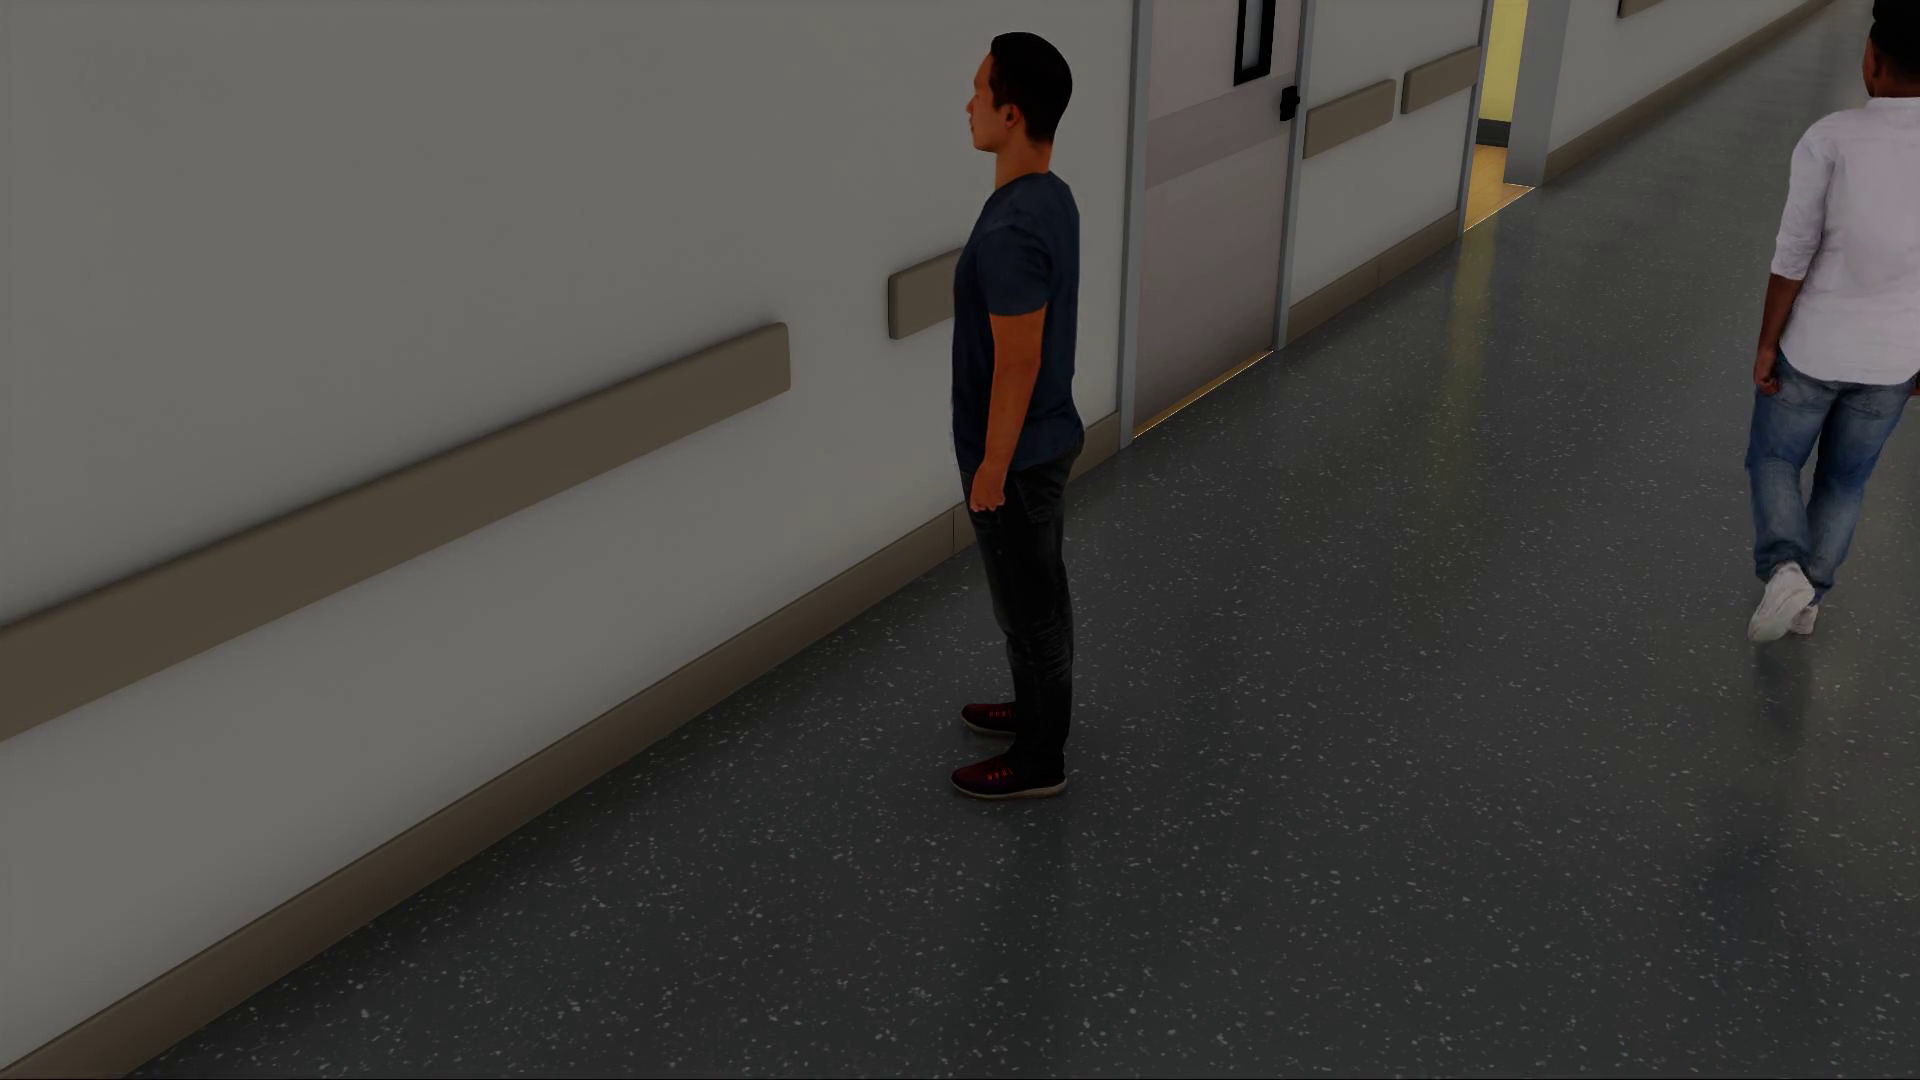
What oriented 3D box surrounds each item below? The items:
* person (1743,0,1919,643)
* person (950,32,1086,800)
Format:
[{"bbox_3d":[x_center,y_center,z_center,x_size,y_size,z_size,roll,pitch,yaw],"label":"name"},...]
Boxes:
[{"bbox_3d":[2.380,-0.512,4.432,0.949,1.792,0.878,8,27,15],"label":"person"},{"bbox_3d":[0.147,-0.238,3.845,0.695,1.810,0.720,5,26,9],"label":"person"}]
